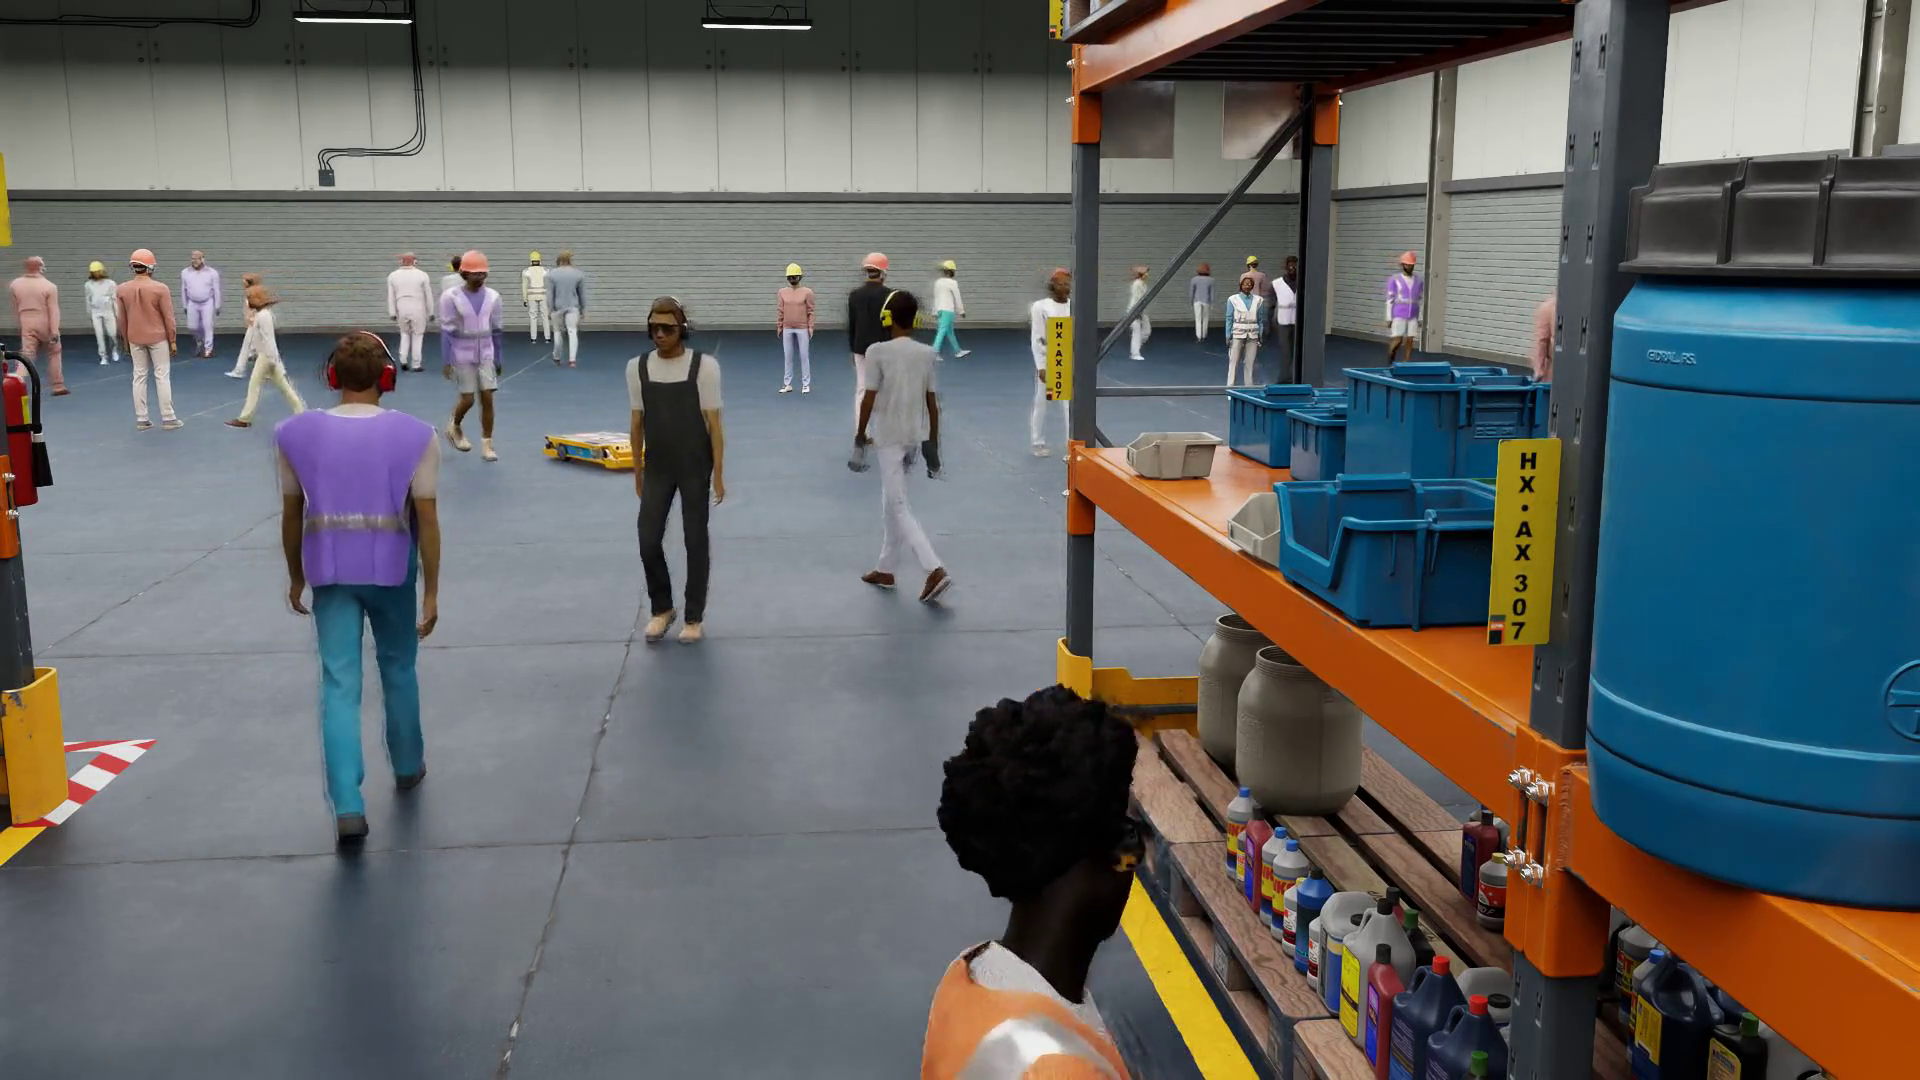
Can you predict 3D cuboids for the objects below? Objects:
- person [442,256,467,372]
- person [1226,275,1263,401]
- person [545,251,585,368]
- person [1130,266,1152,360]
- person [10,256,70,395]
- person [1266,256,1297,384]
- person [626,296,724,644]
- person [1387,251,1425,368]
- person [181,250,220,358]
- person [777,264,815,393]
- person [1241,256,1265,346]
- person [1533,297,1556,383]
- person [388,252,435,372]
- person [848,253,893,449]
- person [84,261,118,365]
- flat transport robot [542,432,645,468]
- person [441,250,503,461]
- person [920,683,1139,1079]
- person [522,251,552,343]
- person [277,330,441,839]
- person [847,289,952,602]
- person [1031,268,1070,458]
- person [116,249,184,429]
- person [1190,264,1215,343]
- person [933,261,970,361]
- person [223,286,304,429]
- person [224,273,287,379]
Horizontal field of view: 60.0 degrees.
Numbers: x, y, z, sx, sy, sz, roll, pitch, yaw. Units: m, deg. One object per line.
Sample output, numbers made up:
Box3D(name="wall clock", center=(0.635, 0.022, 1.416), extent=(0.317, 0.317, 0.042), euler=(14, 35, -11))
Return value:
Box3D(name="person", center=(-7.925, -3.565, 26.314), extent=(0.541, 1.830, 0.908), euler=(2, 10, 8))
Box3D(name="person", center=(3.713, -2.634, 21.716), extent=(0.521, 1.638, 0.311), euler=(-2, 11, -11))
Box3D(name="person", center=(-6.512, -3.800, 27.430), extent=(0.657, 1.880, 1.028), euler=(-5, 11, -25))
Box3D(name="person", center=(3.130, -3.920, 28.818), extent=(0.371, 1.625, 0.521), euler=(5, 11, 25))
Box3D(name="person", center=(-12.285, -2.832, 22.132), extent=(0.640, 1.881, 0.860), euler=(0, 10, 0))
Box3D(name="person", center=(4.476, -2.863, 22.339), extent=(0.603, 1.867, 0.992), euler=(-2, 11, -12))
Box3D(name="person", center=(-1.472, -0.348, 8.678), extent=(0.533, 1.830, 0.452), euler=(1, 10, 3))
Box3D(name="person", center=(6.705, -3.379, 25.028), extent=(0.545, 1.925, 0.448), euler=(-2, 10, -8))
Box3D(name="person", center=(-13.391, -4.152, 29.350), extent=(0.648, 1.895, 0.452), euler=(-2, 11, -12))
Box3D(name="person", center=(-2.253, -2.888, 22.760), extent=(0.533, 1.768, 0.311), euler=(2, 11, 11))
Box3D(name="person", center=(5.687, -4.646, 32.398), extent=(0.524, 1.768, 0.311), euler=(-3, 11, -18))
Box3D(name="person", center=(5.500, -1.525, 14.973), extent=(0.648, 1.880, 0.782), euler=(4, 11, 20))
Box3D(name="person", center=(-8.677, -3.613, 26.404), extent=(0.644, 1.889, 0.557), euler=(0, 10, 3))
Box3D(name="person", center=(-0.805, -1.933, 16.982), extent=(0.653, 1.955, 0.933), euler=(4, 11, 23))
Box3D(name="person", center=(-14.357, -3.796, 27.836), extent=(0.499, 1.725, 0.386), euler=(-3, 11, -15))
Box3D(name="flat transport robot", center=(-3.342, -0.871, 15.800), extent=(0.652, 0.197, 1.431), euler=(-9, 14, -40))
Box3D(name="person", center=(-4.665, -1.754, 15.875), extent=(0.639, 2.012, 0.697), euler=(-8, 13, -38))
Box3D(name="person", center=(0.050, 0.992, 1.778), extent=(0.355, 1.671, 0.602), euler=(0, 10, 1))
Box3D(name="person", center=(-8.468, -4.858, 33.363), extent=(0.588, 1.837, 0.403), euler=(-3, 11, -14))
Box3D(name="person", center=(-2.168, 0.146, 6.049), extent=(0.580, 1.805, 0.960), euler=(-2, 11, -13))
Box3D(name="person", center=(-0.340, -0.564, 9.849), extent=(0.514, 1.837, 0.893), euler=(-10, 14, -43))
Box3D(name="person", center=(0.951, -1.655, 15.837), extent=(0.582, 1.826, 1.024), euler=(-4, 11, -21))
Box3D(name="person", center=(-9.004, -2.221, 18.477), extent=(0.612, 1.995, 0.378), euler=(0, 10, -1))
Box3D(name="person", center=(4.910, -4.791, 33.679), extent=(0.500, 1.592, 0.848), euler=(1, 10, 8))
Box3D(name="person", center=(-0.157, -3.940, 28.675), extent=(0.926, 1.715, 0.531), euler=(-7, 12, -32))
Box3D(name="person", center=(-7.786, -2.039, 18.608), extent=(0.873, 1.586, 0.509), euler=(-4, 11, -19))
Box3D(name="person", center=(-10.638, -3.223, 25.057), extent=(0.885, 1.590, 0.533), euler=(-3, 11, -15))
